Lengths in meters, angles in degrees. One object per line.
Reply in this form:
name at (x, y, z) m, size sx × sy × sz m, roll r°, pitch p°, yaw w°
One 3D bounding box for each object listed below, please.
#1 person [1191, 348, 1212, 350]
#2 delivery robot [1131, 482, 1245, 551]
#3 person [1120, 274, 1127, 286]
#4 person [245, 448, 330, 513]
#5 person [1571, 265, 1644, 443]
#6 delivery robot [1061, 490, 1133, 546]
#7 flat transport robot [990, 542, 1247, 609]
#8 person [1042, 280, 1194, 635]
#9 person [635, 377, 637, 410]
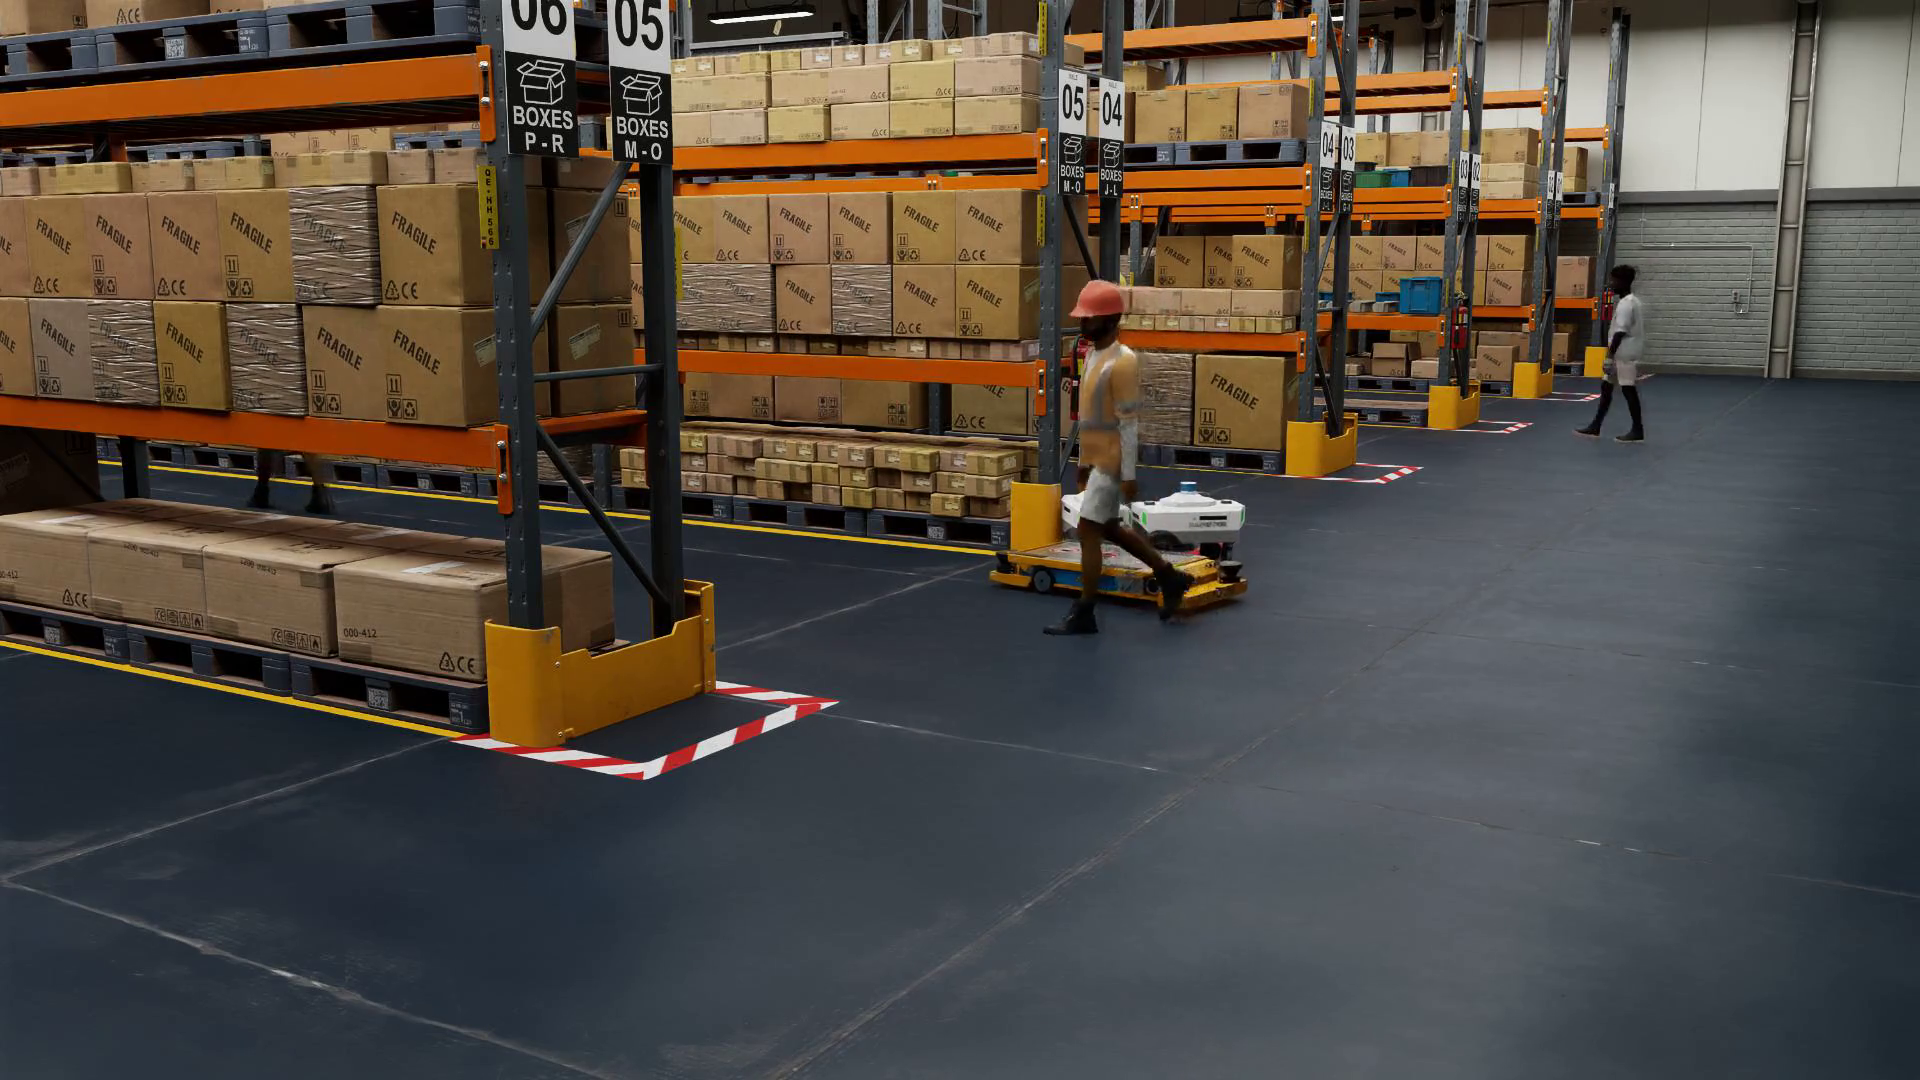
person at (2.905, -2.194, 19.657) m, size 0.612 × 1.752 × 0.527 m, roll 2°, pitch 10°, yaw 13°
delivery robot at (1.490, -0.138, 10.860) m, size 0.707 × 0.478 × 0.477 m, roll -1°, pitch 10°, yaw -8°
person at (1.713, -2.013, 18.374) m, size 0.404 × 1.833 × 0.590 m, roll 8°, pitch 12°, yaw 39°
person at (-5.373, -1.153, 13.194) m, size 0.979 × 1.896 × 0.570 m, roll 7°, pitch 12°, yaw 35°
person at (7.121, -2.029, 18.187) m, size 0.901 × 1.927 × 0.634 m, roll 5°, pitch 11°, yaw 25°
delivery robot at (0.897, -0.157, 10.973) m, size 0.477 × 0.478 × 0.707 m, roll -2°, pitch 10°, yaw -9°
flat transport robot at (0.941, 0.190, 10.034) m, size 1.431 × 0.197 × 0.652 m, roll 7°, pitch 12°, yaw 38°
person at (0.874, -0.439, 8.953) m, size 0.829 × 1.918 × 0.560 m, roll -2°, pitch 10°, yaw -12°
person at (-3.179, -1.414, 15.474) m, size 0.318 × 1.630 × 0.513 m, roll 3°, pitch 10°, yaw 15°
